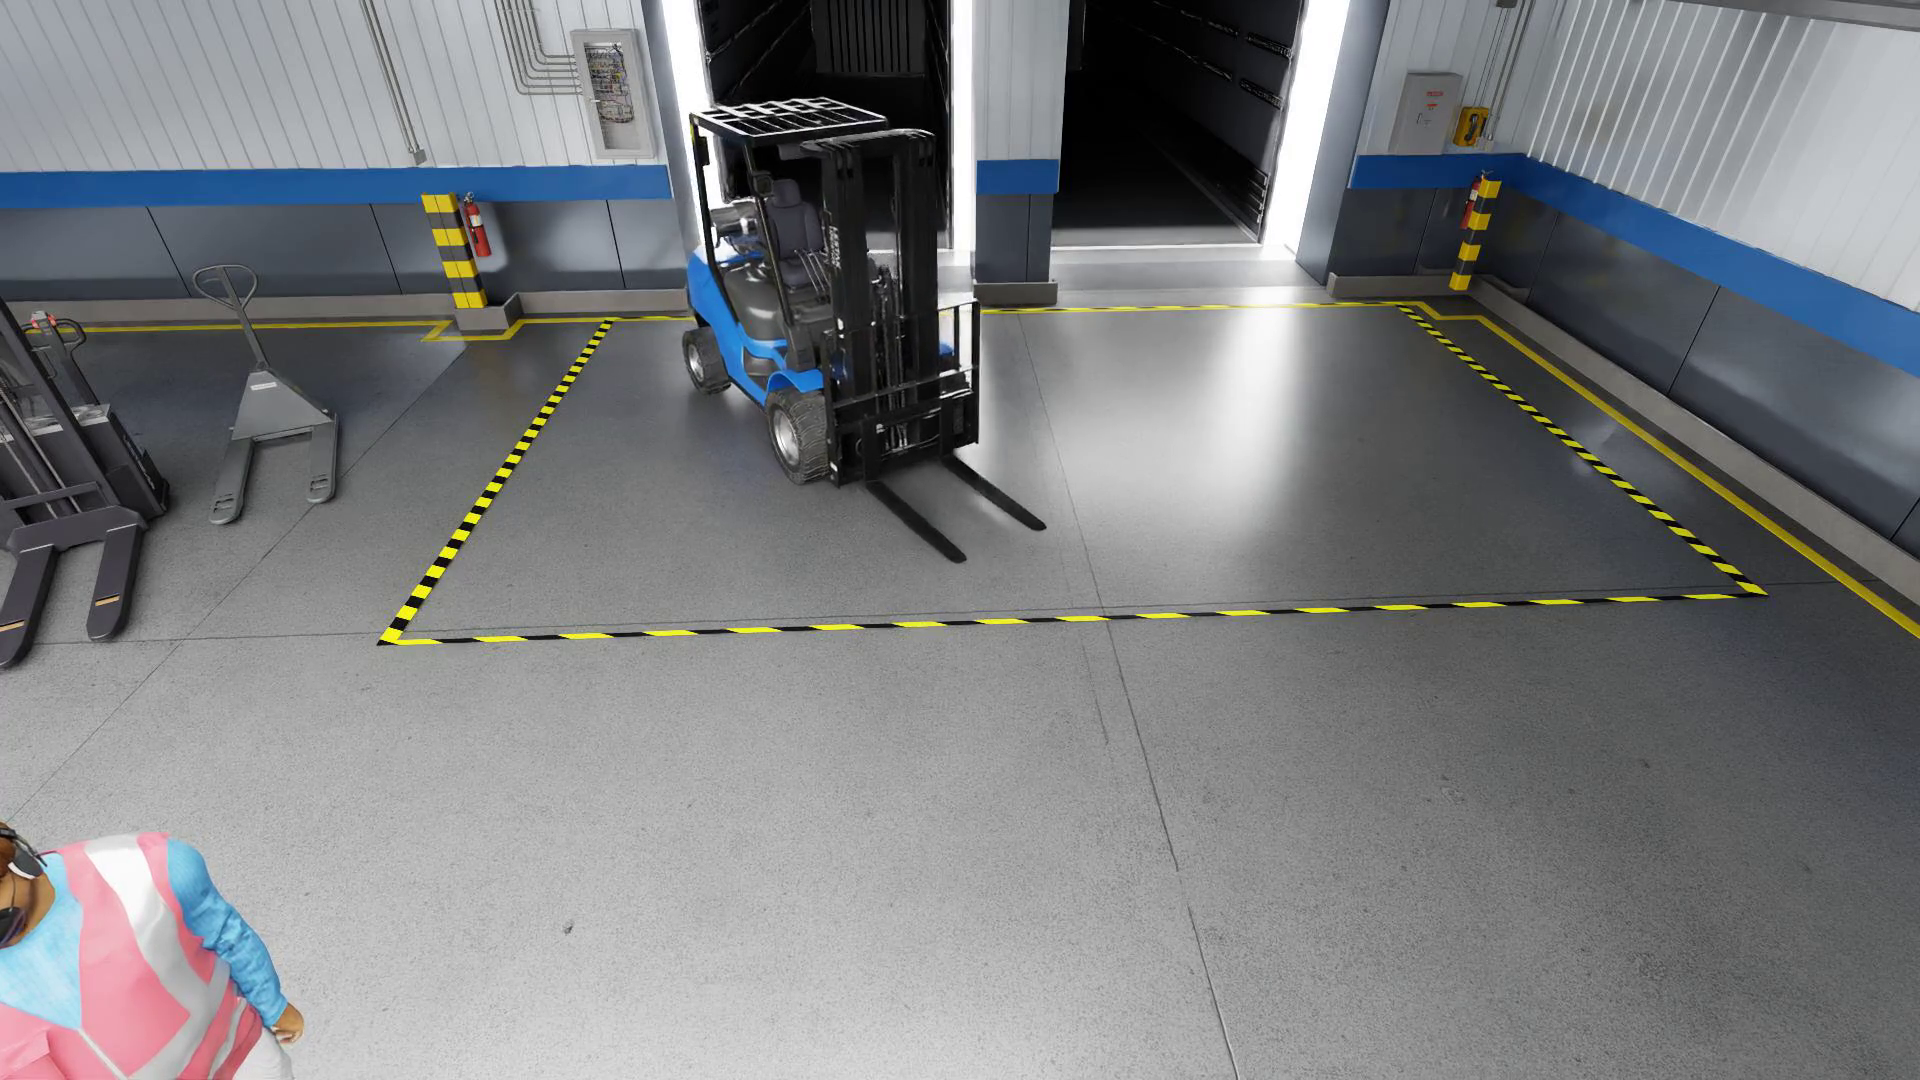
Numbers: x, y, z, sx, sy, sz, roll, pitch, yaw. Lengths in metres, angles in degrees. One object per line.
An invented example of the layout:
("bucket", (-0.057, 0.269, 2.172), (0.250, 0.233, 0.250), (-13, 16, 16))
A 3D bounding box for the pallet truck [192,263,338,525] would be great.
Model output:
("pallet truck", (-4.778, -1.027, 6.128), (0.680, 1.201, 1.601), (-17, 38, -23))

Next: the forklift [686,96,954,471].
("forklift", (-1.067, -1.942, 6.467), (1.157, 2.036, 2.680), (-21, 40, -27))

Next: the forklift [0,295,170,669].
("forklift", (-5.212, -0.618, 4.878), (0.823, 1.965, 1.885), (-20, 39, -26))

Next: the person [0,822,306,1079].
("person", (-1.963, 1.314, 2.238), (0.429, 1.844, 0.626), (24, 42, 31))
